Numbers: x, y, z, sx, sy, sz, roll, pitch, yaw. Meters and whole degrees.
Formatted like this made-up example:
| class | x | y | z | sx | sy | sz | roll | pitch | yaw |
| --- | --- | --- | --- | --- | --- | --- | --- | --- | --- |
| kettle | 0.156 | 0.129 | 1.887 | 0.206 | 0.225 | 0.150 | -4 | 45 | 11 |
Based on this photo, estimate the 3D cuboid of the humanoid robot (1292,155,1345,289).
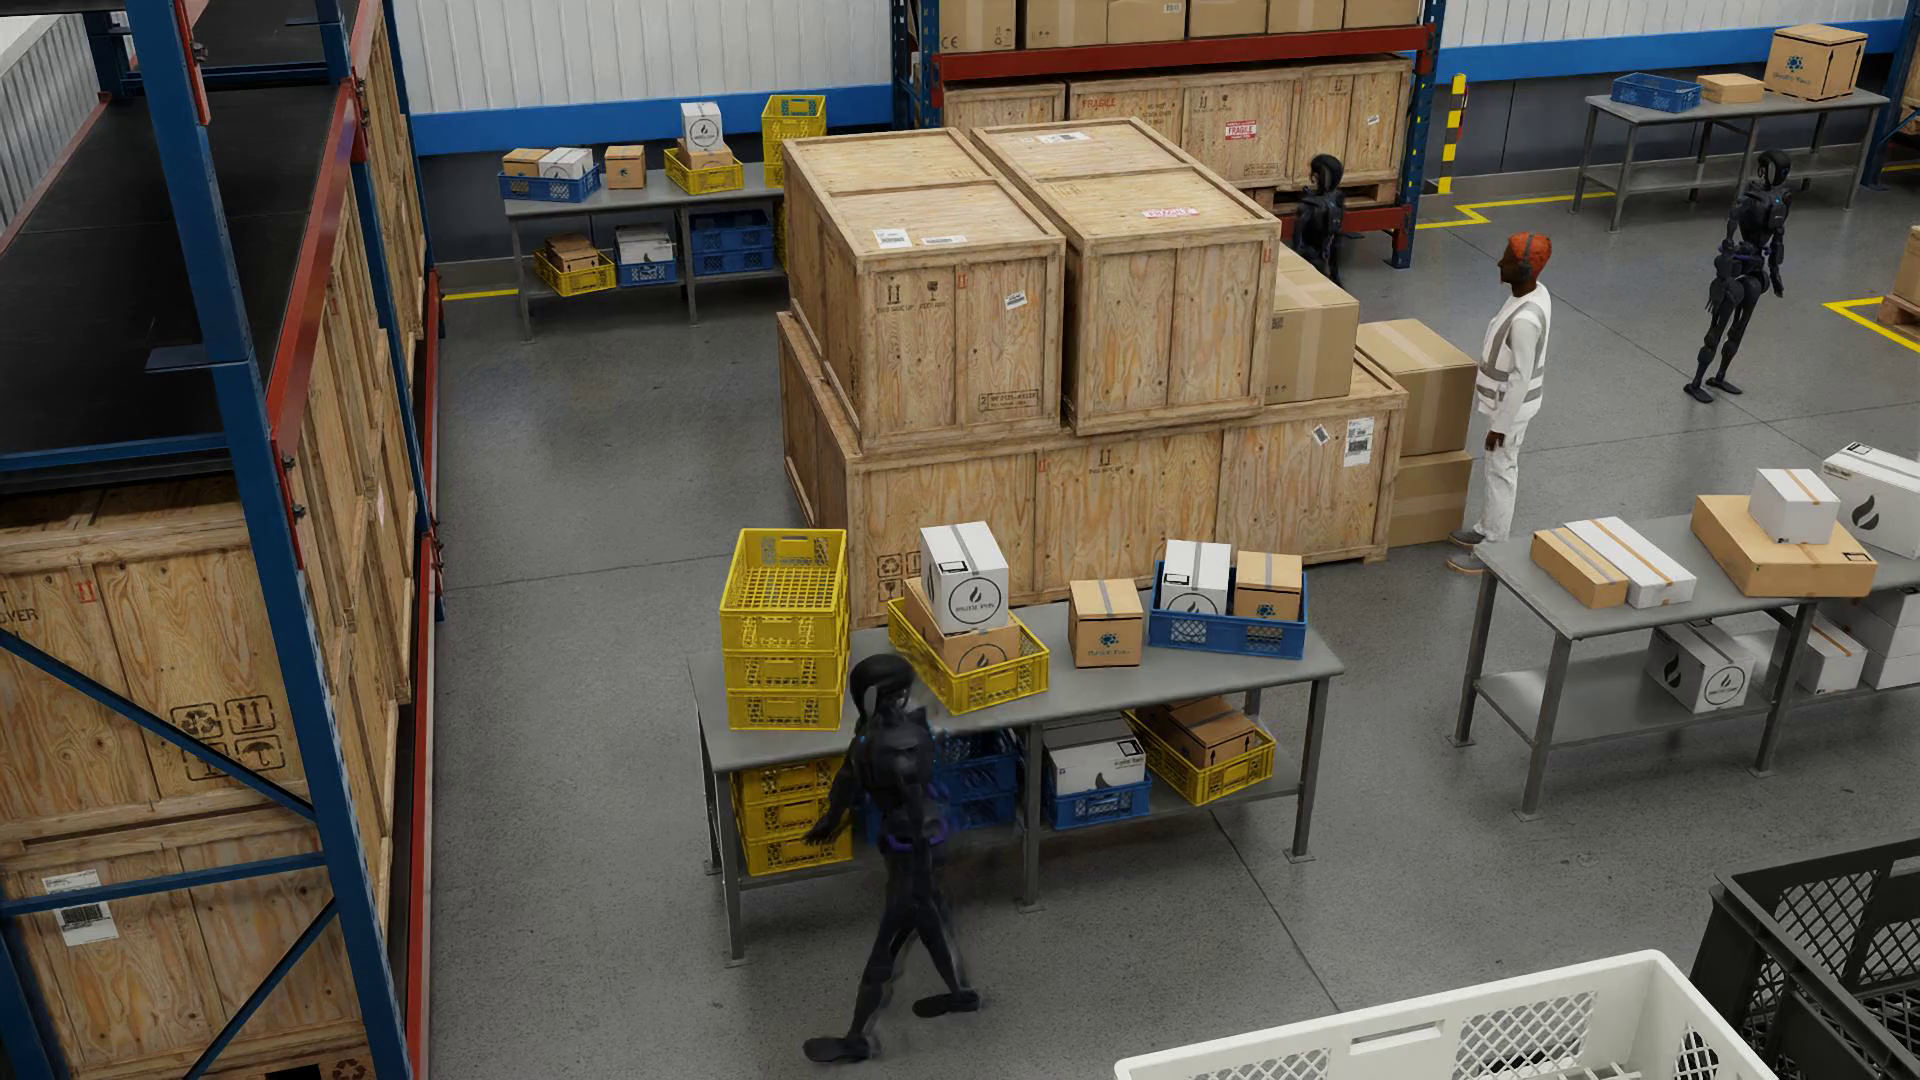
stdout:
| class | x | y | z | sx | sy | sz | roll | pitch | yaw |
| --- | --- | --- | --- | --- | --- | --- | --- | --- | --- |
| humanoid robot | 2.241 | -1.671 | 10.701 | 0.334 | 1.645 | 0.622 | 24 | 37 | 36 |

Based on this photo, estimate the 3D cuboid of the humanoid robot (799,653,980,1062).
| class | x | y | z | sx | sy | sz | roll | pitch | yaw |
| --- | --- | --- | --- | --- | --- | --- | --- | --- | --- |
| humanoid robot | -0.257 | 1.080 | 5.722 | 0.746 | 1.623 | 0.589 | -6 | 29 | -11 |

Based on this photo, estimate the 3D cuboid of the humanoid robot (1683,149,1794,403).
| class | x | y | z | sx | sy | sz | roll | pitch | yaw |
| --- | --- | --- | --- | --- | --- | --- | --- | --- | --- |
| humanoid robot | 5.073 | -1.708 | 10.743 | 0.611 | 1.657 | 0.320 | -14 | 32 | -24 |

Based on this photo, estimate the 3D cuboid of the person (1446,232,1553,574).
| class | x | y | z | sx | sy | sz | roll | pitch | yaw |
| --- | --- | --- | --- | --- | --- | --- | --- | --- | --- |
| person | 2.852 | -0.702 | 8.718 | 0.357 | 1.883 | 0.572 | 10 | 30 | 17 |
